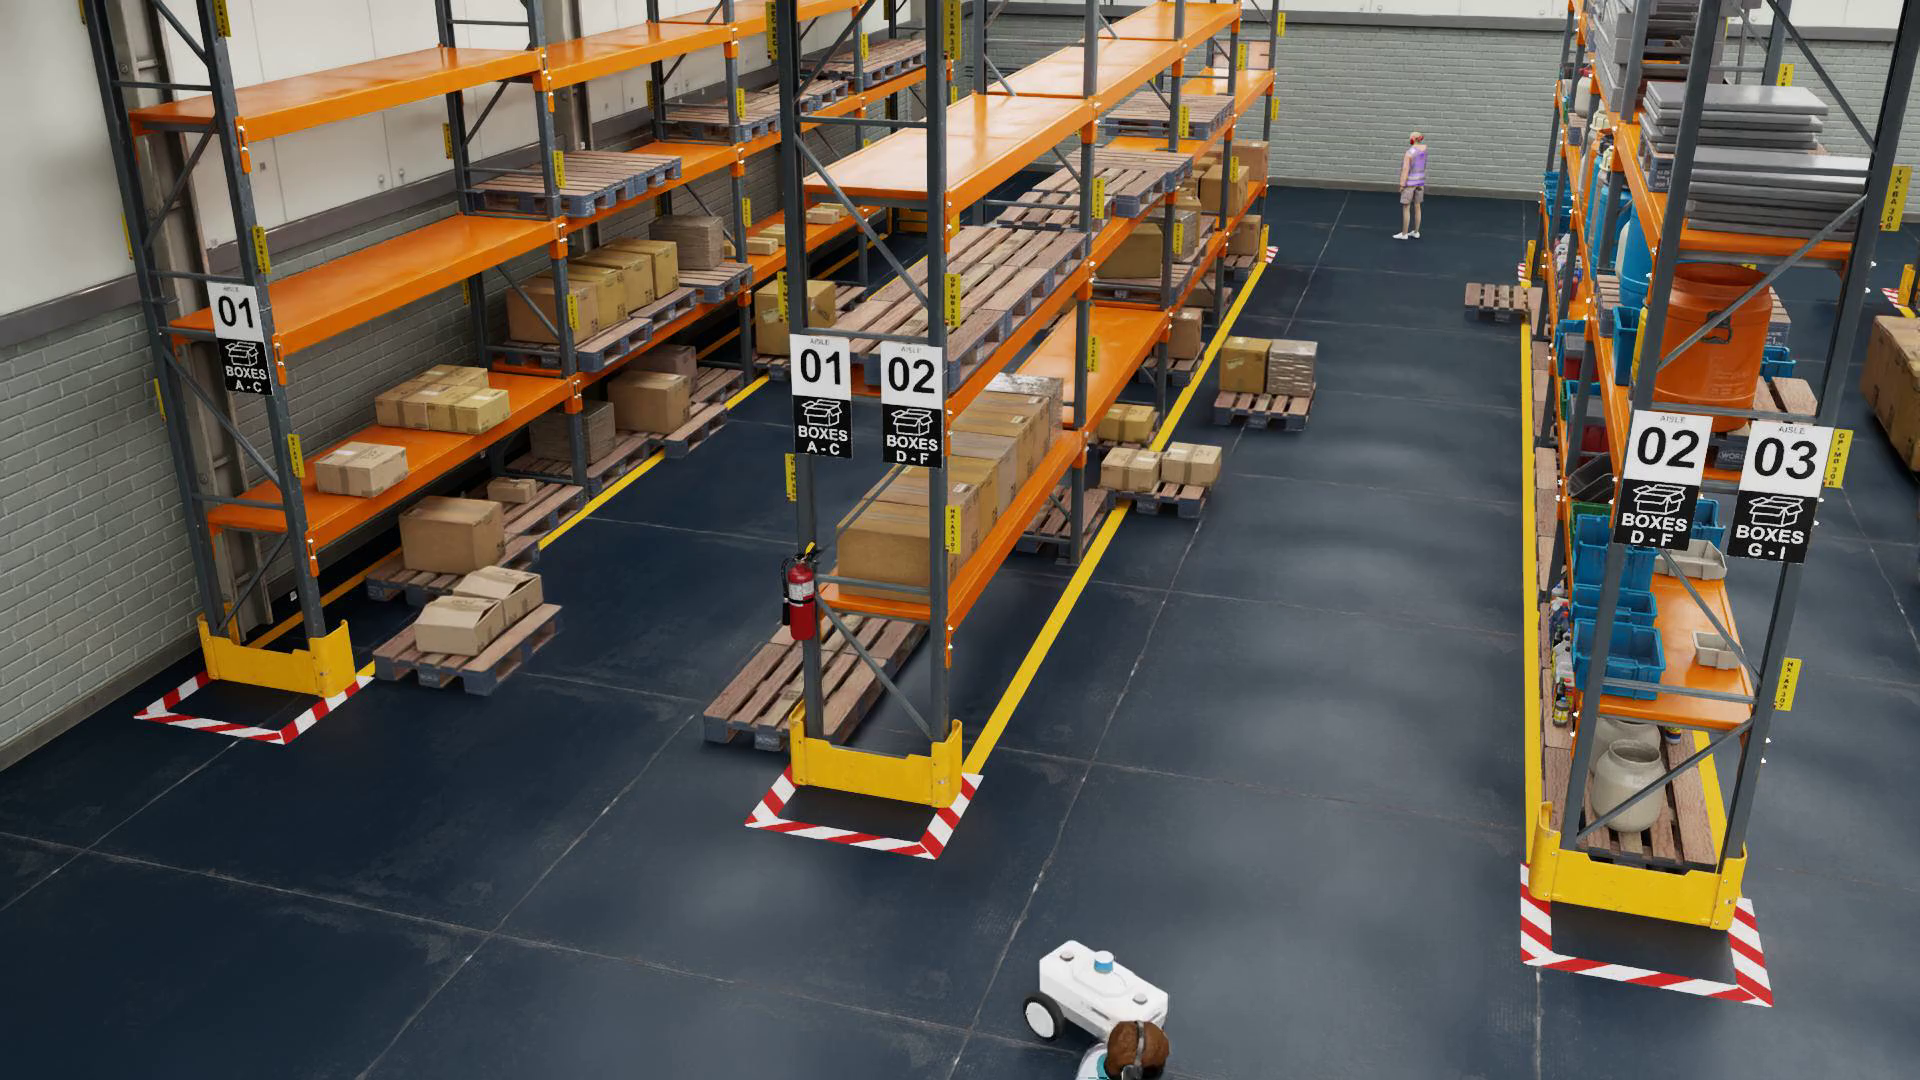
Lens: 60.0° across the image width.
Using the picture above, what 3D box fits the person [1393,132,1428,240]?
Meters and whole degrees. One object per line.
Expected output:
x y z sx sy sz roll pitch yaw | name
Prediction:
7.185 -5.623 26.421 0.488 1.688 0.350 -14 27 -29 | person

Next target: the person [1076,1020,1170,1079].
0.593 2.734 6.909 0.873 1.802 0.629 -2 23 -6 | person

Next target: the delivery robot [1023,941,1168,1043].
0.748 2.501 9.034 0.796 0.613 0.499 21 31 40 | delivery robot

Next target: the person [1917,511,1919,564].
8.330 -0.257 13.911 0.560 1.741 0.625 9 25 20 | person
